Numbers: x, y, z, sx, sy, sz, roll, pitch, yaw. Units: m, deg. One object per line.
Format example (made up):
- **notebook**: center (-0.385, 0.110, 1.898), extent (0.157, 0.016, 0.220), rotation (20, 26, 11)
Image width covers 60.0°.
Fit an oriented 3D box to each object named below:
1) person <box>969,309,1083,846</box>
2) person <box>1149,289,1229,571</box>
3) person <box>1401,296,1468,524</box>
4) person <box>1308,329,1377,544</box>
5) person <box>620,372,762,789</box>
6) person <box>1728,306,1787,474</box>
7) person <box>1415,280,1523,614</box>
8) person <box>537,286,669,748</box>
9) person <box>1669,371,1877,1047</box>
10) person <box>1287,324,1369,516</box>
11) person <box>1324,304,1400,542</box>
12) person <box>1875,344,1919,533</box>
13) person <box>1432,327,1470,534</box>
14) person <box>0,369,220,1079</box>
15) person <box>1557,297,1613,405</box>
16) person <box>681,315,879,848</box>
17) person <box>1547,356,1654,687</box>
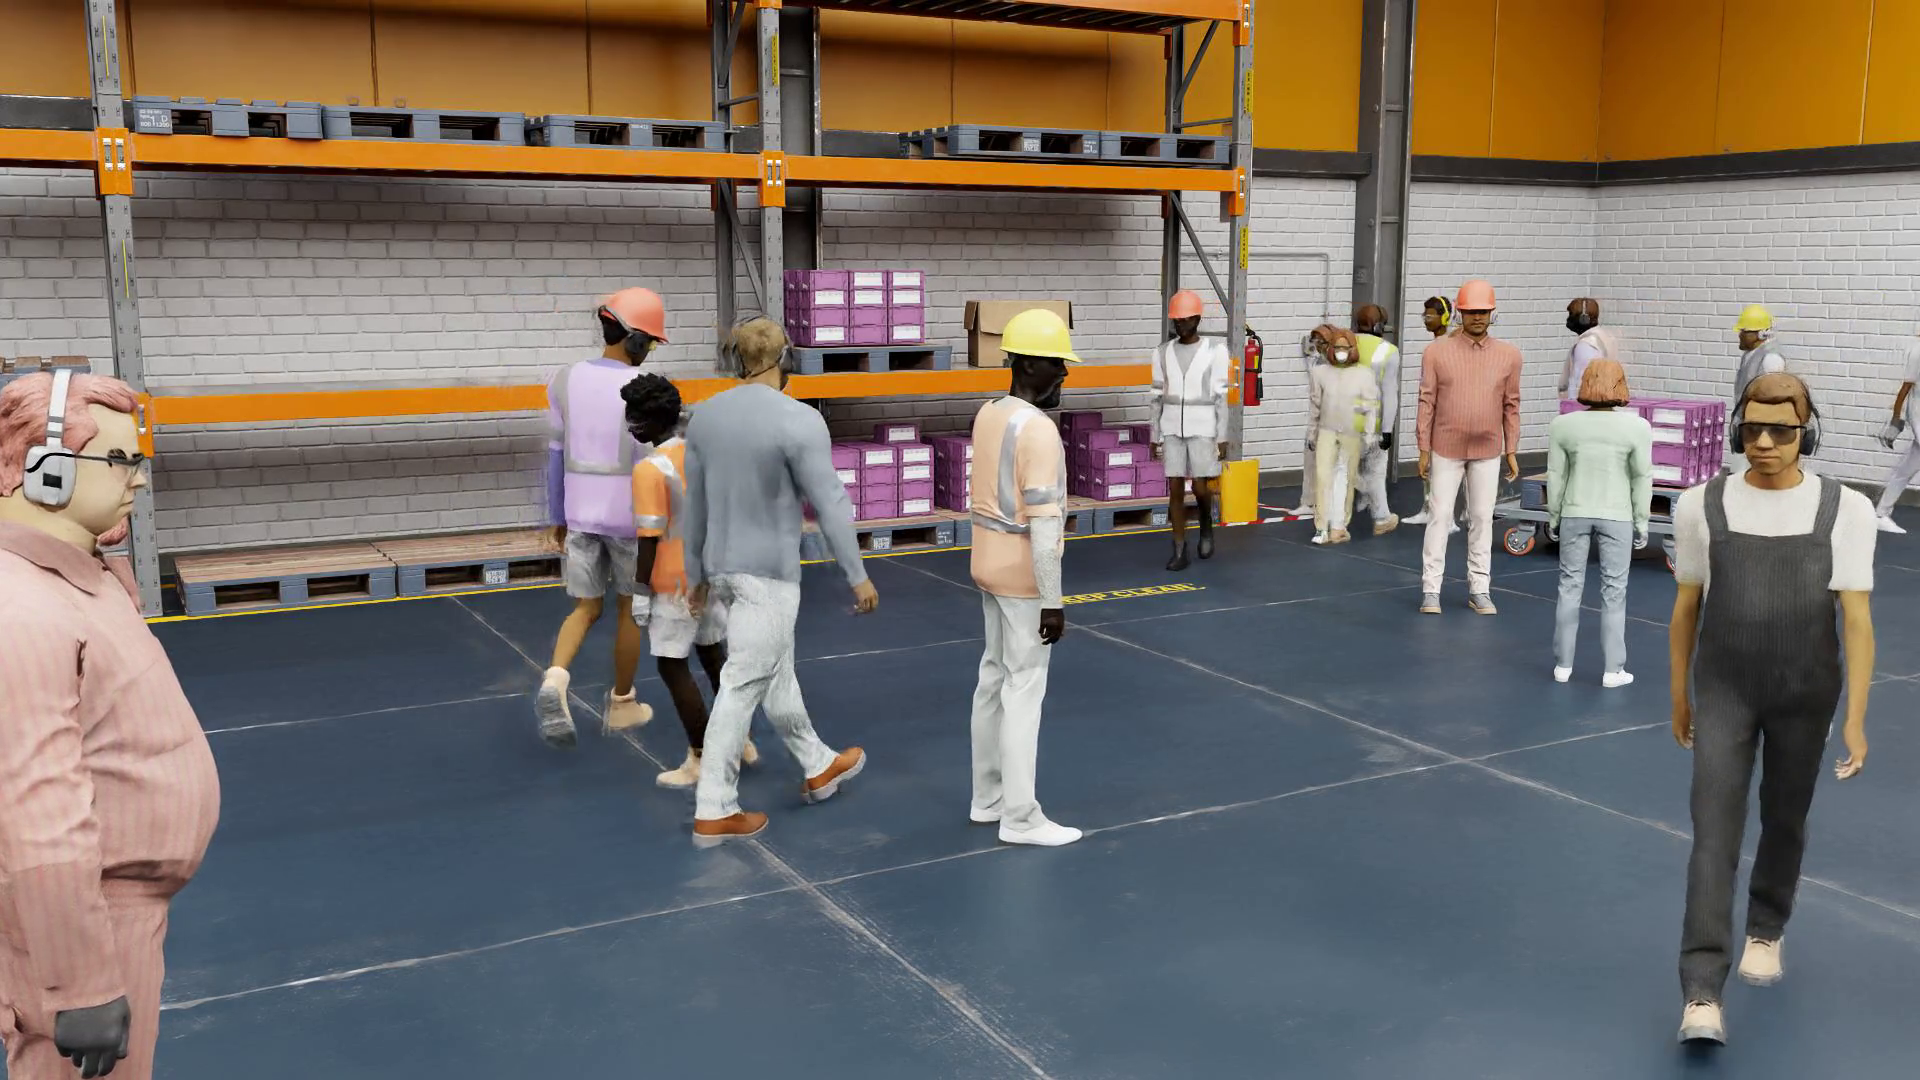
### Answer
- **person**: center (0.234, 0.134, 6.011), extent (0.381, 1.923, 0.591), rotation (-4, 10, -21)
- **person**: center (1.566, -0.748, 11.394), extent (0.561, 1.920, 0.506), rotation (4, 10, 25)
- **person**: center (3.884, -1.023, 13.299), extent (0.535, 1.848, 0.552), rotation (0, 9, 0)
- **person**: center (2.831, -0.758, 12.393), extent (0.518, 1.600, 0.722), rotation (3, 10, 20)
- **person**: center (-1.076, 0.160, 6.629), extent (0.403, 1.662, 0.640), rotation (3, 10, 20)
- **person**: center (6.356, -0.966, 13.245), extent (0.818, 1.763, 0.619), rotation (2, 10, 13)
- **person**: center (3.033, -0.545, 9.933), extent (0.611, 1.996, 0.379), rotation (1, 9, 5)
- **person**: center (-1.538, -0.081, 7.121), extent (0.664, 1.992, 0.776), rotation (3, 10, 18)
- **person**: center (2.188, 0.440, 4.547), extent (0.511, 1.794, 0.970), rotation (4, 10, 25)
- **person**: center (3.103, -0.981, 13.736), extent (0.611, 1.615, 0.534), rotation (-3, 10, -17)
- **person**: center (3.068, -0.883, 12.667), extent (0.649, 1.792, 0.932), rotation (7, 12, 38)
- **person**: center (7.397, -0.883, 12.628), extent (0.560, 1.793, 1.070), rotation (-4, 10, -23)
- **person**: center (3.921, -0.857, 13.019), extent (0.544, 1.596, 0.626), rotation (6, 11, 33)
- **person**: center (-1.488, 0.660, 2.876), extent (0.407, 1.905, 0.639), rotation (-5, 10, -26)
- **person**: center (4.951, -1.031, 13.406), extent (0.690, 1.822, 0.658), rotation (5, 11, 28)
- **person**: center (-0.641, 0.127, 6.145), extent (1.002, 1.883, 0.659), rotation (-9, 13, -44)
- **person**: center (3.157, -0.088, 8.241), extent (0.499, 1.636, 0.286), rotation (6, 11, 32)
